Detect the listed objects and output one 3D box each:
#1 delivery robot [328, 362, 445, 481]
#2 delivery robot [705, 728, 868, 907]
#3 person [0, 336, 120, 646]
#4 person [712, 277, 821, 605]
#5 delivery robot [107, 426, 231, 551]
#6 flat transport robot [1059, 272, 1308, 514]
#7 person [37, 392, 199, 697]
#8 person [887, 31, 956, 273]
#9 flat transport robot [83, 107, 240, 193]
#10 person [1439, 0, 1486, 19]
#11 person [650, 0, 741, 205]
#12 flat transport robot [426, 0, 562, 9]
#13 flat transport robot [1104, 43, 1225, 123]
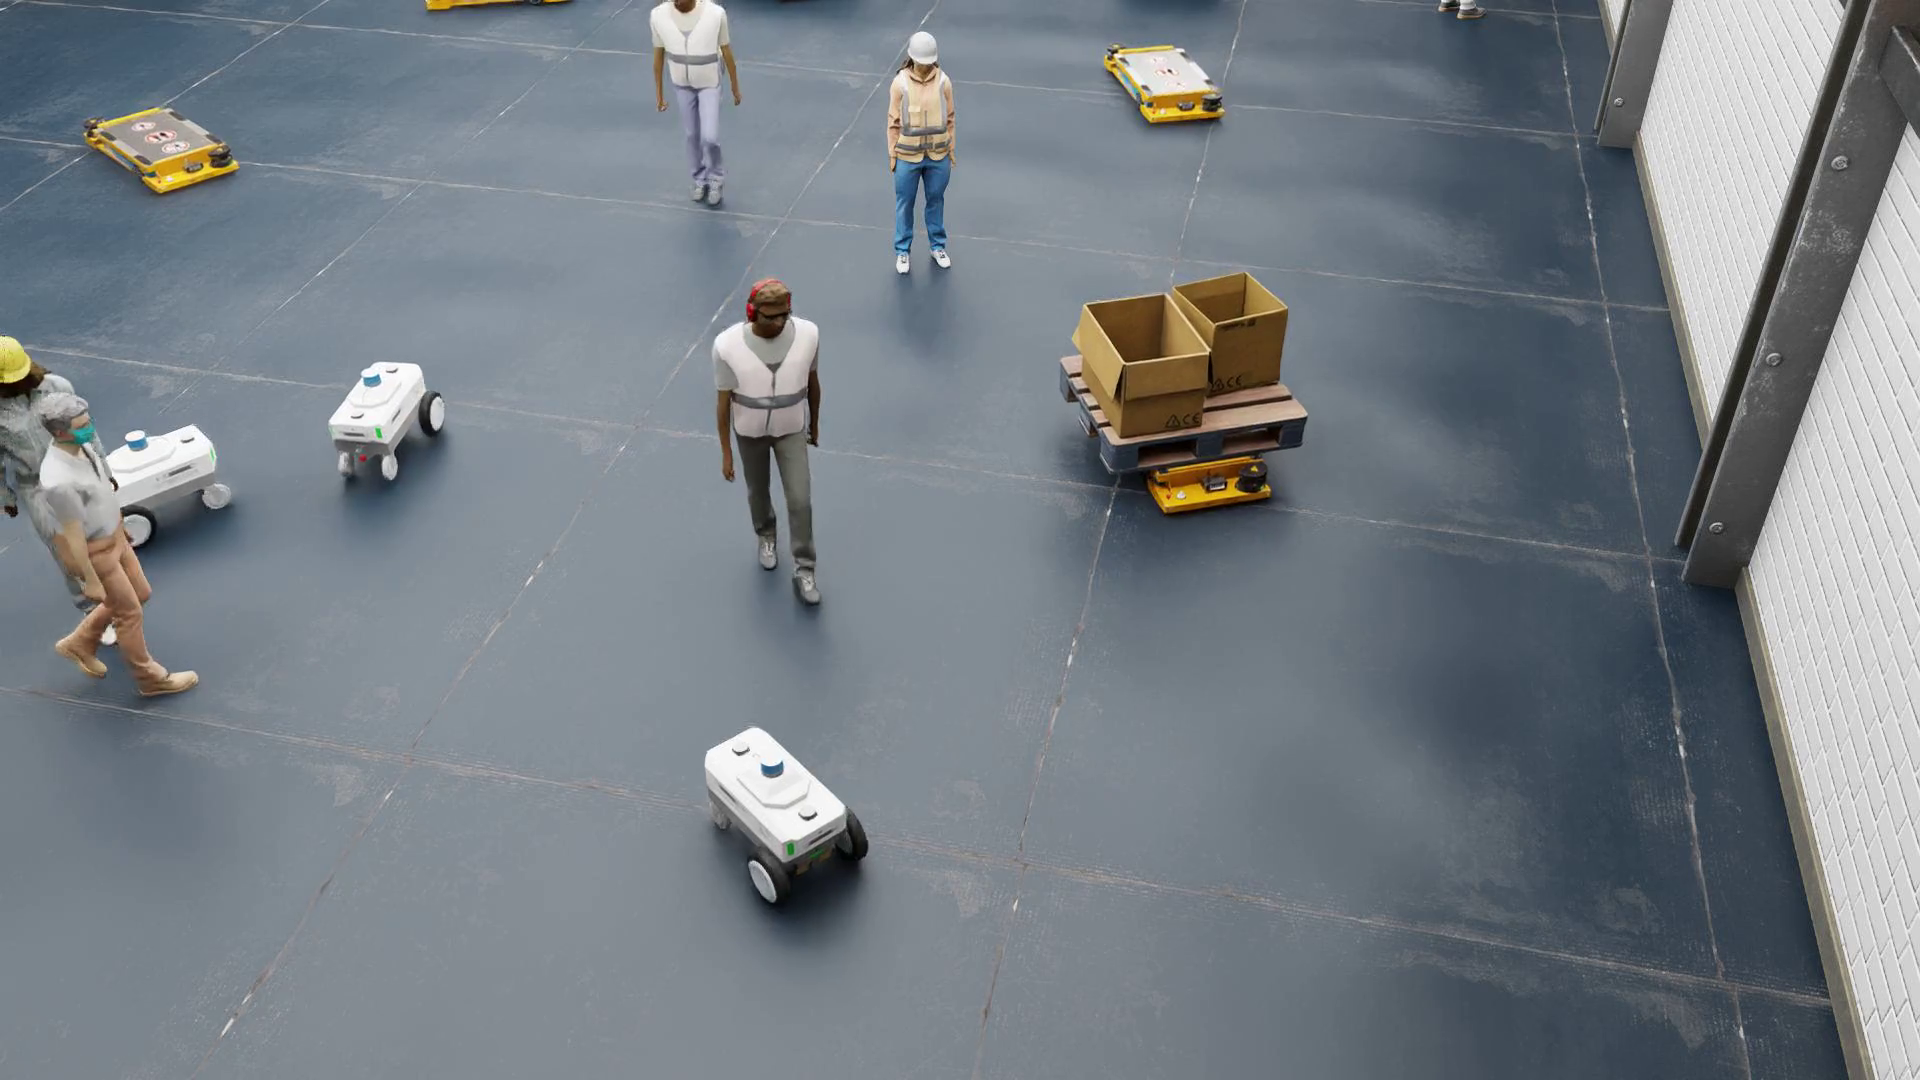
[{"bbox_3d":[-3.477,-0.769,9.990,0.499,0.572,0.747,4,37,5],"label":"delivery robot"},{"bbox_3d":[-0.804,1.201,7.388,0.499,0.613,0.811,-27,44,-31],"label":"delivery robot"},{"bbox_3d":[-4.515,-0.265,8.359,0.698,1.710,0.501,26,44,30],"label":"person"},{"bbox_3d":[-0.961,-0.503,8.602,0.580,1.809,0.832,-9,38,-11],"label":"person"},{"bbox_3d":[-4.610,-0.334,9.427,0.781,0.595,0.499,-29,46,-33],"label":"delivery robot"},{"bbox_3d":[1.304,-0.665,10.108,0.659,0.231,1.431,-9,38,-12],"label":"flat transport robot"},{"bbox_3d":[-4.179,0.057,7.923,0.554,1.727,0.496,-8,37,-10],"label":"person"},{"bbox_3d":[-0.272,-2.721,11.643,0.485,1.727,0.371,-9,38,-12],"label":"person"},{"bbox_3d":[-6.497,-3.190,13.487,1.431,0.231,0.659,31,47,34],"label":"flat transport robot"},{"bbox_3d":[4.904,-5.940,15.818,0.357,1.886,0.572,-19,41,-24],"label":"person"},{"bbox_3d":[-1.975,-3.365,12.421,0.617,1.820,0.558,3,37,5],"label":"person"},{"bbox_3d":[-4.591,-5.545,16.638,1.431,0.231,0.659,-7,37,-9],"label":"flat transport robot"},{"bbox_3d":[1.780,-4.035,14.618,0.659,0.231,1.431,-7,37,-10],"label":"flat transport robot"}]
